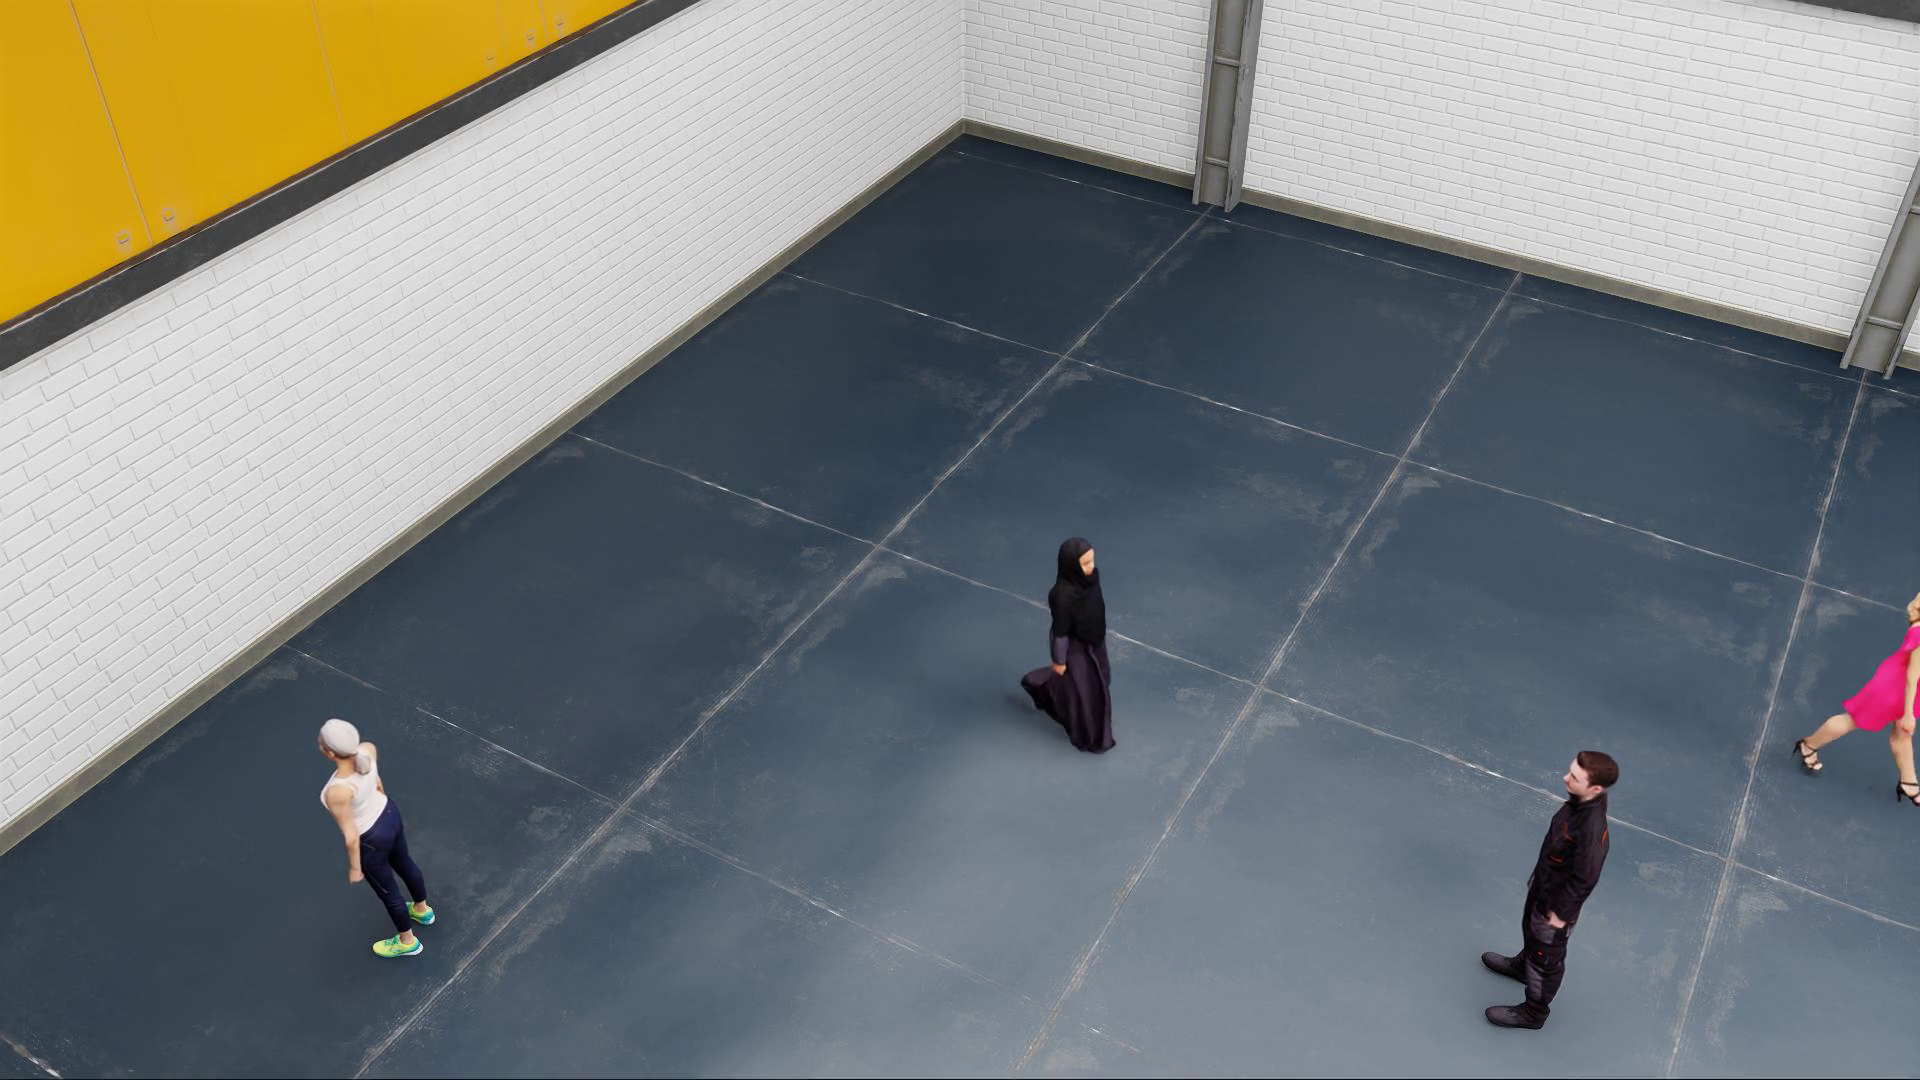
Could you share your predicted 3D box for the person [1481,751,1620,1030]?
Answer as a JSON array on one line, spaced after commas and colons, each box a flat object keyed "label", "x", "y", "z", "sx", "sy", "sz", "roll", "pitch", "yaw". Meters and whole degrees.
[{"label": "person", "x": 3.073, "y": 1.781, "z": 8.568, "sx": 0.699, "sy": 1.912, "sz": 0.755, "roll": 8, "pitch": 39, "yaw": 10}]

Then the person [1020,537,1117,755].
[{"label": "person", "x": 0.672, "y": 0.603, "z": 10.293, "sx": 0.936, "sy": 1.600, "sz": 0.642, "roll": 23, "pitch": 44, "yaw": 26}]

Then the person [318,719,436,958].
[{"label": "person", "x": -3.145, "y": 1.599, "z": 8.964, "sx": 0.647, "sy": 1.701, "sz": 0.665, "roll": 6, "pitch": 39, "yaw": 8}]

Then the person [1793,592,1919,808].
[{"label": "person", "x": 5.469, "y": 0.858, "z": 9.911, "sx": 1.070, "sy": 1.678, "sz": 0.669, "roll": 25, "pitch": 45, "yaw": 28}]
